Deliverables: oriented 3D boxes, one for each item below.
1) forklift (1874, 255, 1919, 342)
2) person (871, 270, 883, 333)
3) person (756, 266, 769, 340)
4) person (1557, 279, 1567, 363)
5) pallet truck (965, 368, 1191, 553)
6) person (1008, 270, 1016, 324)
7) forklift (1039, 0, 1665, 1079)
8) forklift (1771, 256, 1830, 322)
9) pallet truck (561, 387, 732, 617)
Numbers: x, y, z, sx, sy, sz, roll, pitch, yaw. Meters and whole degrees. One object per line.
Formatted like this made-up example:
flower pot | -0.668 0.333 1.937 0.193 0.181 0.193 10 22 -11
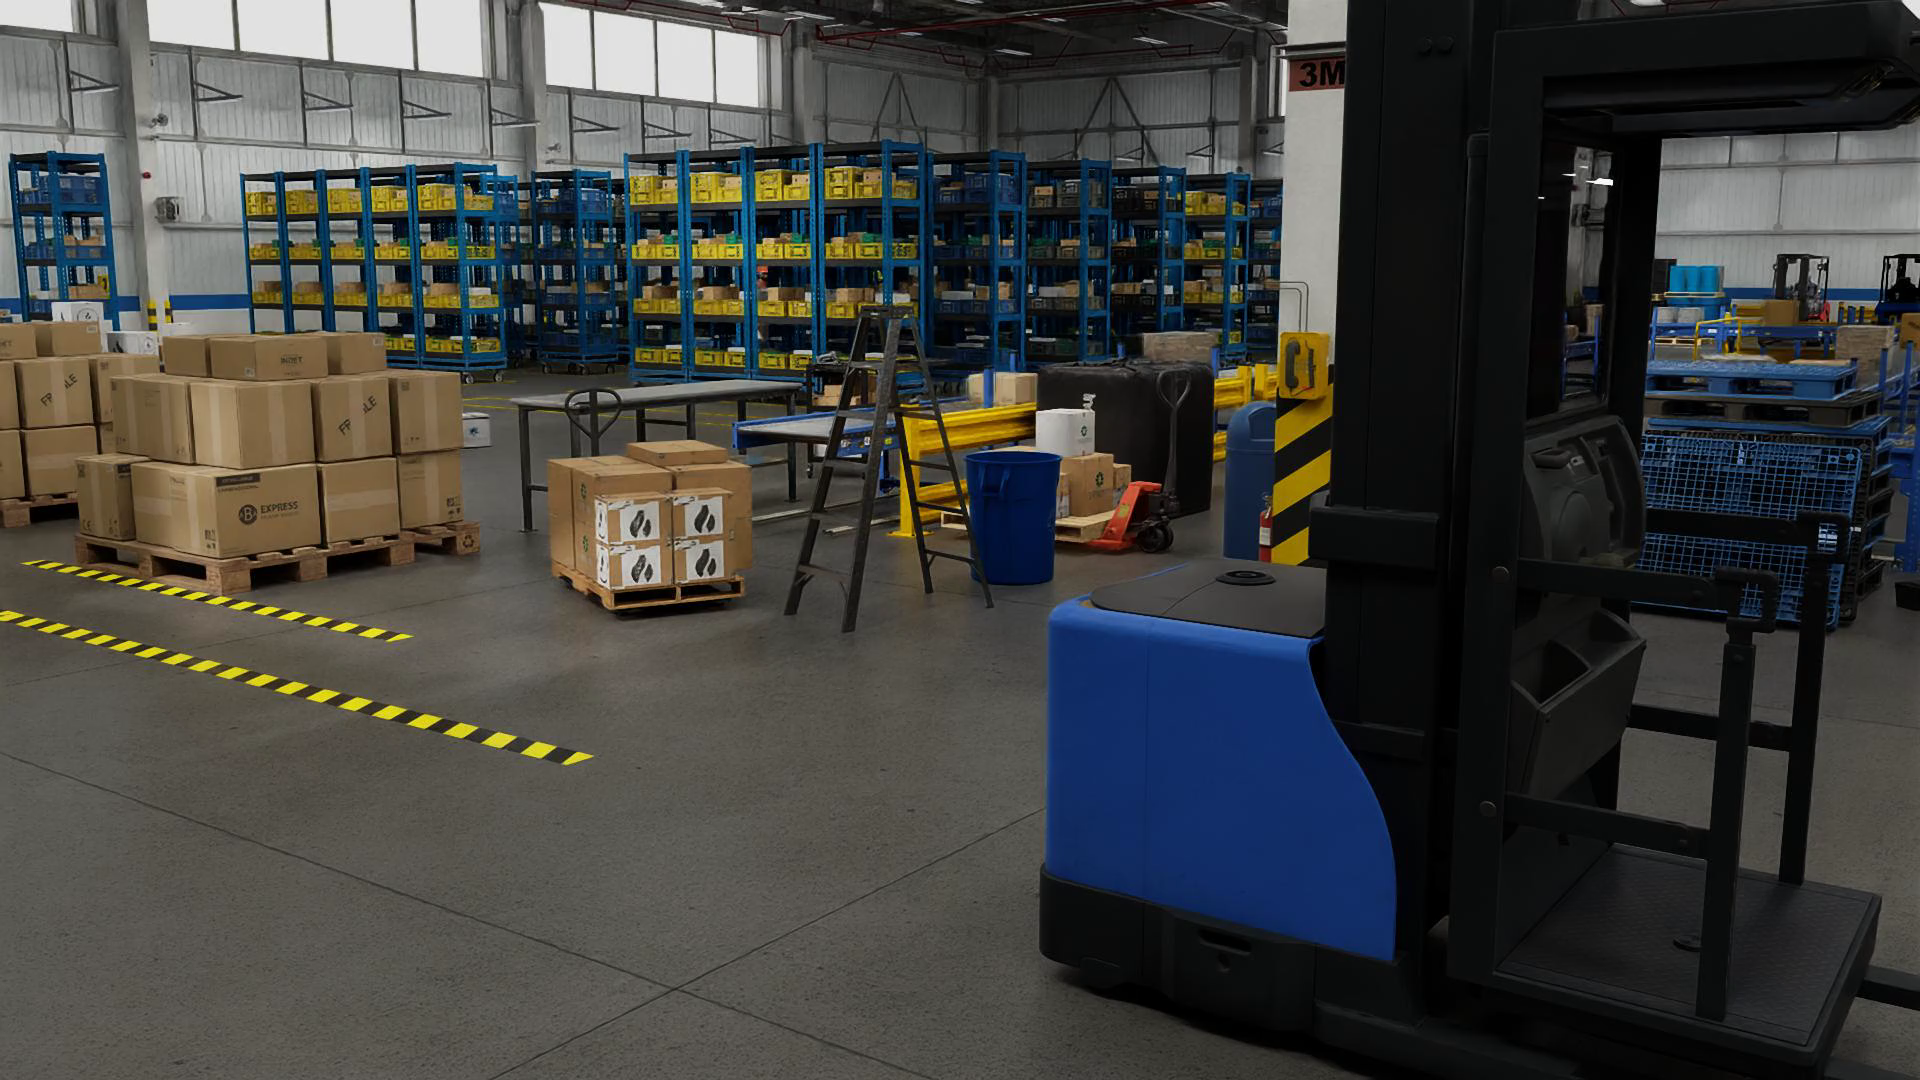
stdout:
forklift | 22.089 -5.634 38.796 1.157 1.987 2.680 6 11 33
person | -1.689 -4.521 33.583 0.404 1.830 0.599 1 10 6
person | -3.490 -3.930 29.579 0.391 1.995 0.613 3 10 16
person | 11.545 -4.275 32.507 0.961 1.695 0.534 -7 12 -38
pallet truck | 0.845 -0.609 11.869 1.630 1.274 0.653 7 12 35
person | 1.067 -5.466 39.297 0.582 1.812 0.911 7 12 36
forklift | 1.249 -0.137 4.360 1.873 2.768 1.129 7 12 35
forklift | 20.253 -5.854 40.139 1.157 1.987 2.680 7 12 35
pallet truck | -1.981 -0.274 10.088 0.680 1.201 1.601 -5 11 -28
